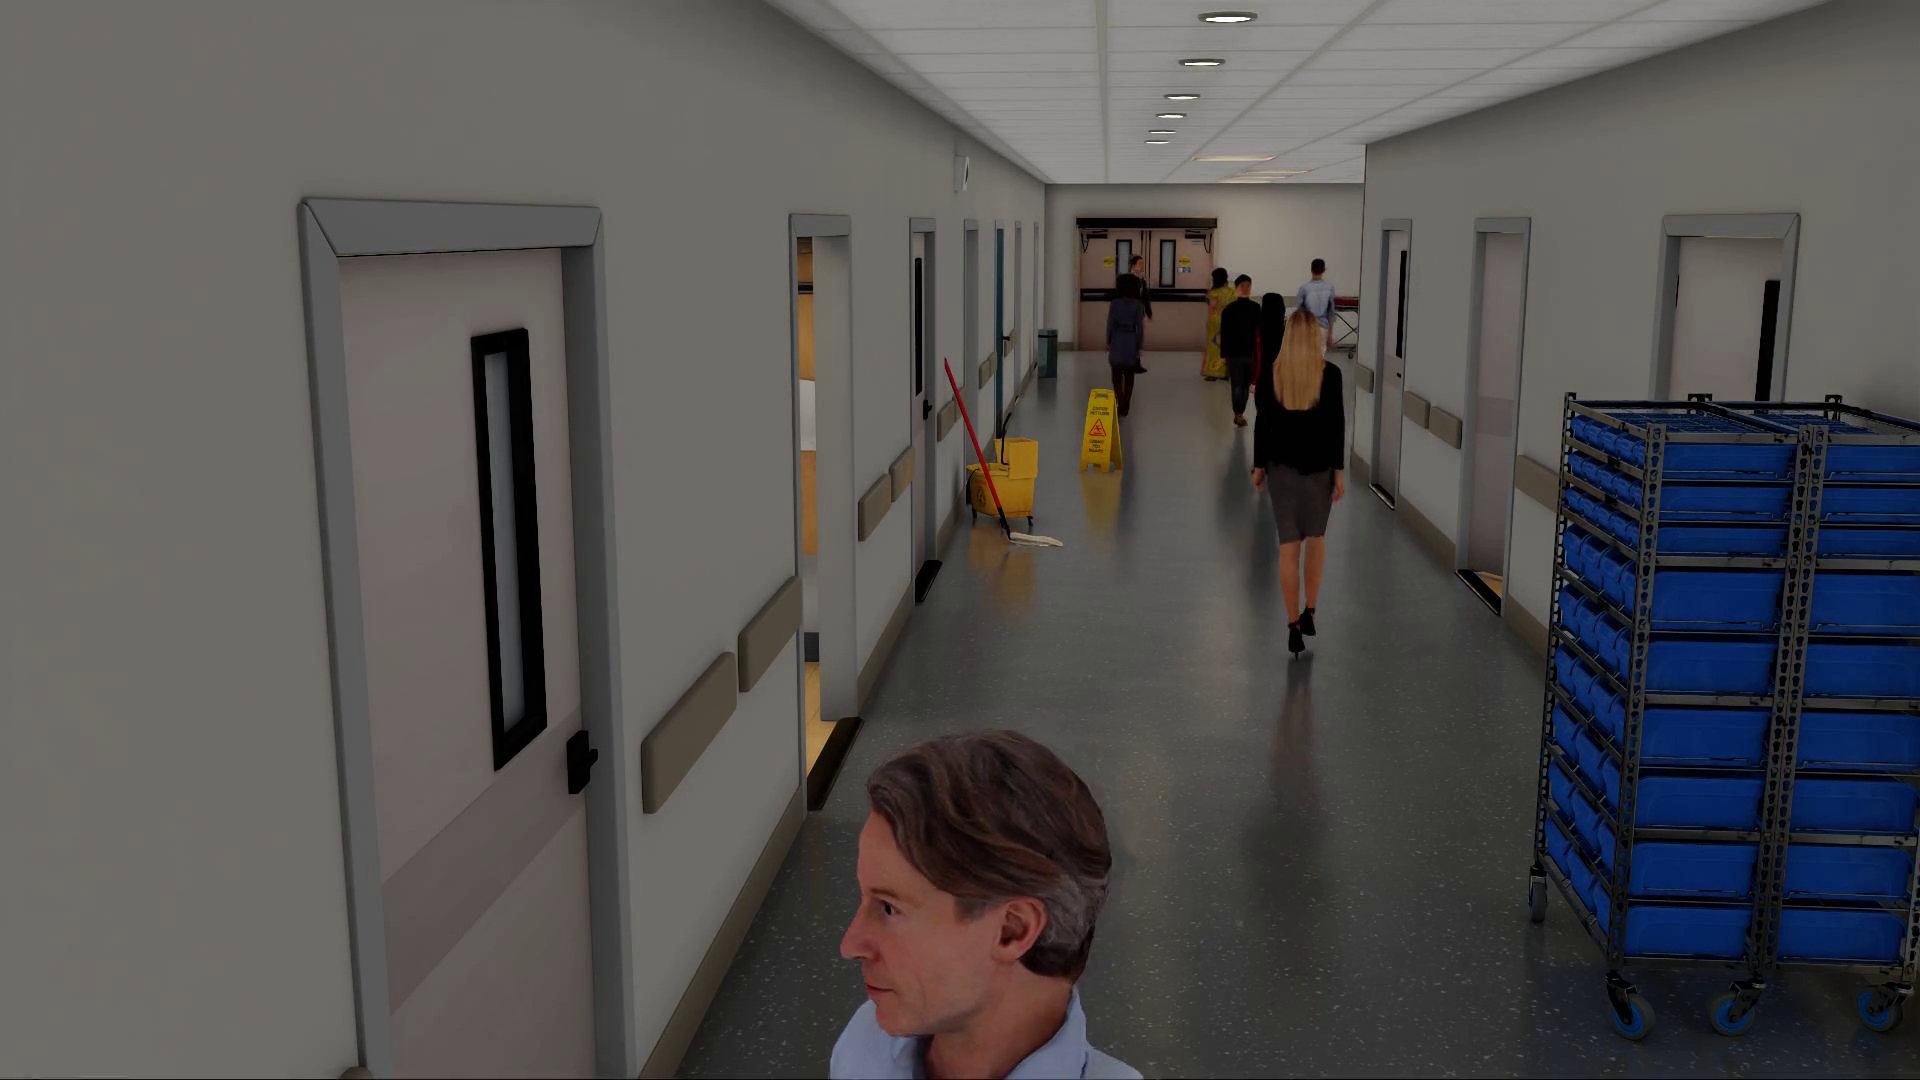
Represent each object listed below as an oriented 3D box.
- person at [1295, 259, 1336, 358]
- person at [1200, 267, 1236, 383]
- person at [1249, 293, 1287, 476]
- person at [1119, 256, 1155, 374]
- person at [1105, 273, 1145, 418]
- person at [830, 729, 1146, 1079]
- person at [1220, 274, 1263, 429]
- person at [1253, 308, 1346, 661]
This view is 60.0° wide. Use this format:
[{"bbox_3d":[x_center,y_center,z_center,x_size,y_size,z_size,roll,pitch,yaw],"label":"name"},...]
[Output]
[{"bbox_3d":[4.526,-2.644,21.188,0.637,1.827,1.042,1,11,5],"label":"person"},{"bbox_3d":[3.804,-3.170,24.407,0.986,1.660,1.058,-10,15,-42],"label":"person"},{"bbox_3d":[2.852,-1.429,15.236,0.660,1.658,0.706,-8,13,-36],"label":"person"},{"bbox_3d":[2.578,-3.435,25.475,0.991,1.782,0.938,10,15,43],"label":"person"},{"bbox_3d":[1.912,-2.226,19.368,0.632,1.684,1.070,0,11,1],"label":"person"},{"bbox_3d":[0.052,1.064,1.639,0.822,1.829,0.741,-8,14,-37],"label":"person"},{"bbox_3d":[3.170,-2.112,18.730,0.806,1.698,1.048,-2,11,-9],"label":"person"},{"bbox_3d":[1.769,-0.273,8.699,0.710,1.825,0.802,3,11,14],"label":"person"}]
